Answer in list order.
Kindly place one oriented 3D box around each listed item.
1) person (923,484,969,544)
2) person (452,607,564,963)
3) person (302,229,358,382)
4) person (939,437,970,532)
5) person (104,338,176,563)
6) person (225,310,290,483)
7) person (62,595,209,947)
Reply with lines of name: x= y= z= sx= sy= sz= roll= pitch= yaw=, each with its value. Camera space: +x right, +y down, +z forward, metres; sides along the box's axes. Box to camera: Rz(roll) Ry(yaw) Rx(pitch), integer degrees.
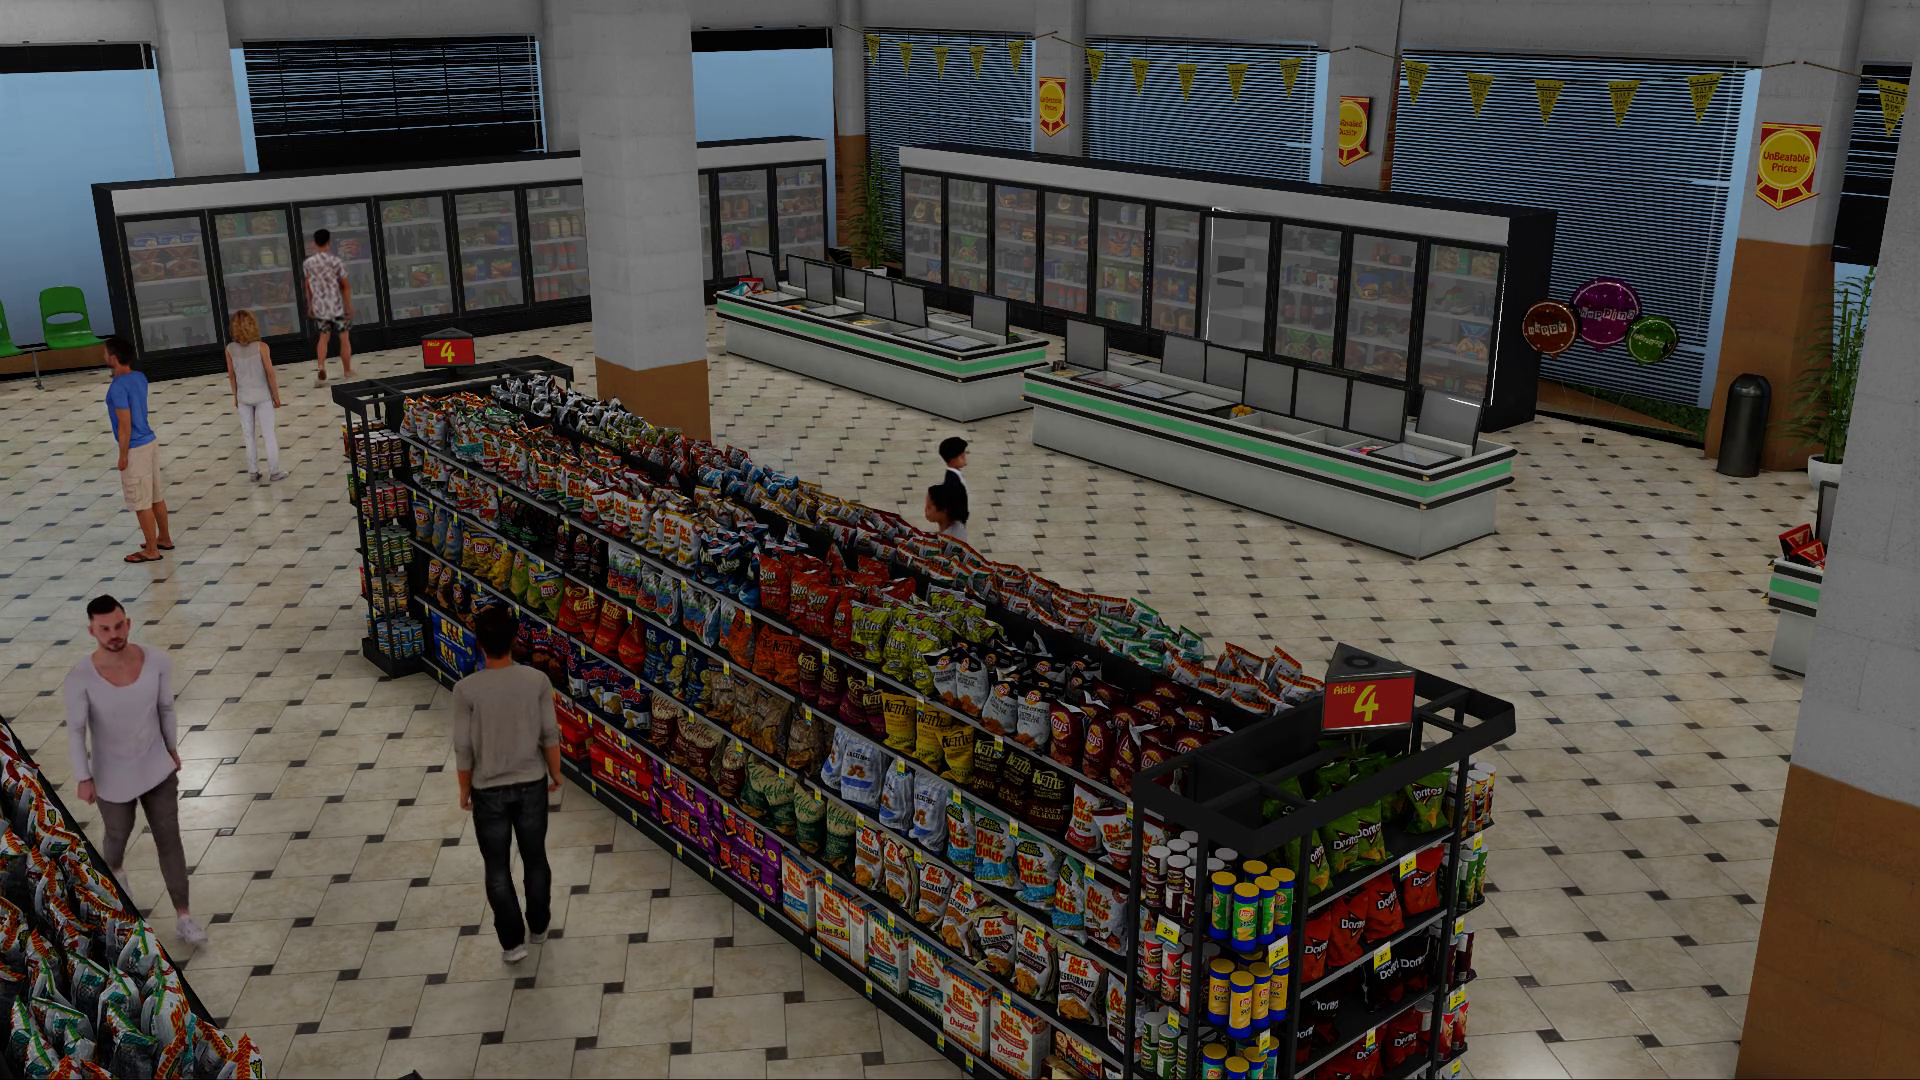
person: x=-0.063 y=0.478 z=10.334 sx=0.887 sy=1.743 sz=0.835 roll=7 pitch=20 yaw=20
person: x=-2.187 y=1.189 z=8.090 sx=0.775 sy=1.830 sz=0.846 roll=-8 pitch=20 yaw=-22
person: x=-7.585 y=-2.808 z=19.978 sx=0.939 sy=1.807 sz=1.017 roll=-1 pitch=19 yaw=-3
person: x=-0.058 y=-0.222 z=13.222 sx=0.643 sy=1.224 sz=0.574 roll=0 pitch=19 yaw=1
person: x=-6.846 y=-0.765 z=13.832 sx=0.791 sy=1.864 sz=0.701 roll=-1 pitch=19 yaw=-2
person: x=-6.780 y=-1.383 z=15.962 sx=0.674 sy=1.673 sz=0.717 roll=0 pitch=19 yaw=-1
person: x=-4.199 y=1.117 z=8.348 sx=0.704 sy=1.802 sz=1.149 roll=-15 pitch=24 yaw=-38
